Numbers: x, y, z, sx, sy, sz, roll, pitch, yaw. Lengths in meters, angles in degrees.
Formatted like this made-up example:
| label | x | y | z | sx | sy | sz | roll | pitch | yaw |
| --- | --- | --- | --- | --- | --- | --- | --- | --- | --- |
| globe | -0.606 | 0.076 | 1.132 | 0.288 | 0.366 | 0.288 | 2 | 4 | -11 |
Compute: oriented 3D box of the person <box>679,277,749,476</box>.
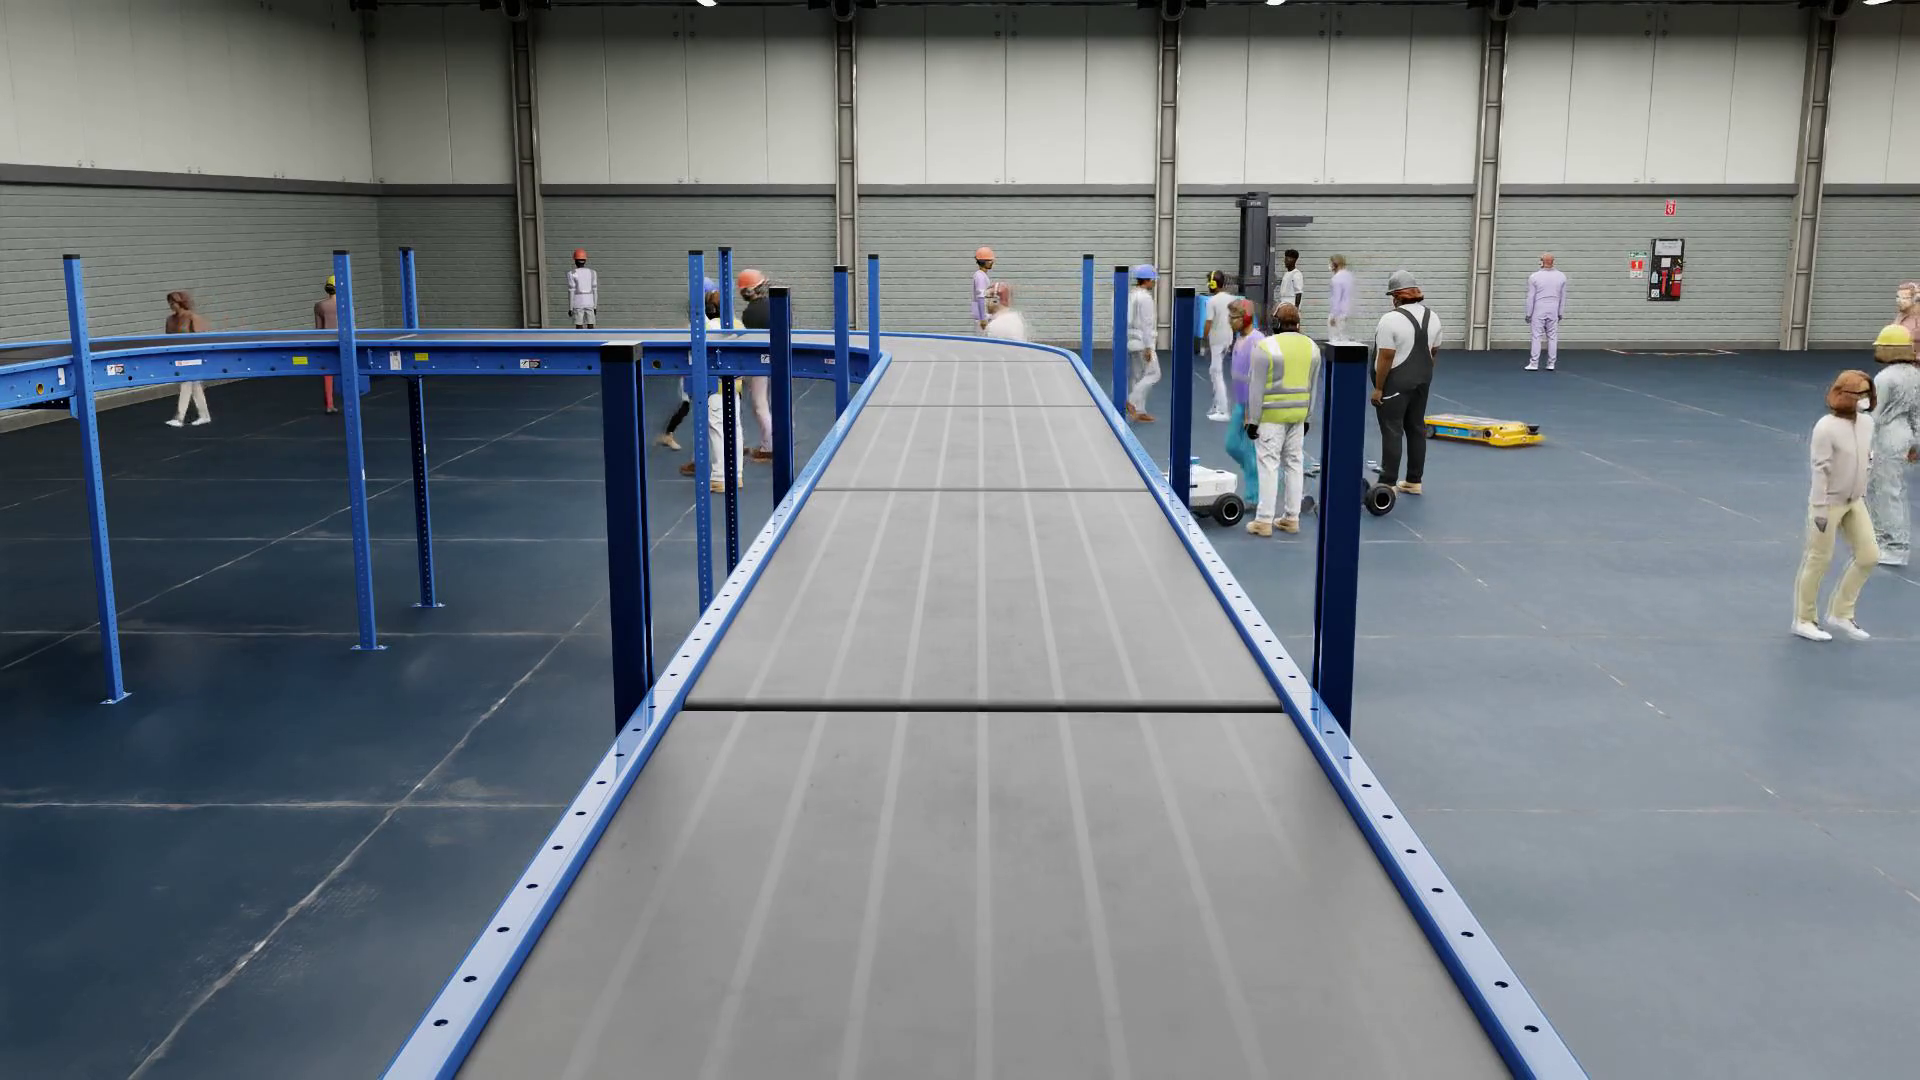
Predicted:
| label | x | y | z | sx | sy | sz | roll | pitch | yaw |
| --- | --- | --- | --- | --- | --- | --- | --- | --- | --- |
| person | -2.441 | -1.590 | 16.166 | 0.613 | 1.929 | 0.627 | 3 | 11 | 15 |

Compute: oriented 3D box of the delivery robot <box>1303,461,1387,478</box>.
| label | x | y | z | sx | sy | sz | roll | pitch | yaw |
| --- | --- | --- | --- | --- | --- | --- | --- | --- | --- |
| delivery robot | 3.285 | -0.667 | 14.183 | 0.698 | 0.223 | 0.335 | -3 | 11 | -15 |

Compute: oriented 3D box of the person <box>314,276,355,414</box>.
| label | x | y | z | sx | sy | sz | roll | pitch | yaw |
| --- | --- | --- | --- | --- | --- | --- | --- | --- | --- |
| person | -7.972 | -2.495 | 21.283 | 0.518 | 1.757 | 0.337 | 0 | 11 | 2 |

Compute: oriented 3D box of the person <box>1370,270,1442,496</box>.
| label | x | y | z | sx | sy | sz | roll | pitch | yaw |
| --- | --- | --- | --- | --- | --- | --- | --- | --- | --- |
| person | 3.957 | -1.401 | 15.037 | 0.678 | 2.000 | 0.537 | -6 | 13 | -30 |

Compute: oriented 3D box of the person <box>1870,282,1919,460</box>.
| label | x | y | z | sx | sy | sz | roll | pitch | yaw |
| --- | --- | --- | --- | --- | --- | --- | --- | --- | --- |
| person | 9.919 | -1.730 | 17.134 | 0.958 | 1.853 | 0.674 | 0 | 11 | -1 |

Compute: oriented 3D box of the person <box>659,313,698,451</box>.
| label | x | y | z | sx | sy | sz | roll | pitch | yaw |
| --- | --- | --- | --- | --- | --- | --- | --- | --- | --- |
| person | -2.848 | -1.778 | 17.849 | 0.836 | 1.653 | 0.521 | 0 | 11 | 2 |

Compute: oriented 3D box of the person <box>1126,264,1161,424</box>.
| label | x | y | z | sx | sy | sz | roll | pitch | yaw |
| --- | --- | --- | --- | --- | --- | --- | --- | --- | --- |
| person | 2.218 | -2.360 | 20.124 | 0.427 | 1.934 | 0.627 | -2 | 11 | -8 |

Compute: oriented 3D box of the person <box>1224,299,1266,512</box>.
| label | x | y | z | sx | sy | sz | roll | pitch | yaw |
| --- | --- | --- | --- | --- | --- | --- | --- | --- | --- |
| person | 2.468 | -1.137 | 14.139 | 0.457 | 1.819 | 0.572 | -2 | 11 | -10 |

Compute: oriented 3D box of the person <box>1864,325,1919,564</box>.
| label | x | y | z | sx | sy | sz | roll | pitch | yaw |
| --- | --- | --- | --- | --- | --- | --- | --- | --- | --- |
| person | 6.719 | -0.695 | 12.100 | 0.489 | 1.726 | 0.527 | -9 | 14 | -37 |

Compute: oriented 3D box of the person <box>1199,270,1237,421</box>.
| label | x | y | z | sx | sy | sz | roll | pitch | yaw |
| --- | --- | --- | --- | --- | --- | --- | --- | --- | --- |
| person | 3.157 | -2.408 | 20.618 | 0.550 | 1.838 | 0.645 | -9 | 14 | -40 |

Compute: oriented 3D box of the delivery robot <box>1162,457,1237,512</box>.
| label | x | y | z | sx | sy | sz | roll | pitch | yaw |
| --- | --- | --- | --- | --- | --- | --- | --- | --- | --- |
| delivery robot | 1.908 | -0.442 | 13.693 | 0.707 | 0.478 | 0.477 | -4 | 12 | -19 |

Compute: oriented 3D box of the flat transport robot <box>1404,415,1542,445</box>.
| label | x | y | z | sx | sy | sz | roll | pitch | yaw |
| --- | --- | --- | --- | --- | --- | --- | --- | --- | --- |
| flat transport robot | 5.803 | -1.266 | 18.901 | 0.652 | 0.197 | 1.431 | -8 | 14 | -36 |

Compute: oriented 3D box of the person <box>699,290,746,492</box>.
| label | x | y | z | sx | sy | sz | roll | pitch | yaw |
| --- | --- | --- | --- | --- | --- | --- | --- | --- | --- |
| person | -2.215 | -1.372 | 15.295 | 0.429 | 1.840 | 0.636 | 6 | 12 | 26 |

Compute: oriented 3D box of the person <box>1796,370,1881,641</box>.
| label | x | y | z | sx | sy | sz | roll | pitch | yaw |
| --- | --- | --- | --- | --- | --- | --- | --- | --- | --- |
| person | 5.215 | -0.188 | 9.783 | 0.521 | 1.615 | 0.500 | -5 | 12 | -24 |

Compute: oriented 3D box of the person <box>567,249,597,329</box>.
| label | x | y | z | sx | sy | sz | roll | pitch | yaw |
| --- | --- | --- | --- | --- | --- | --- | --- | --- | --- |
| person | -6.595 | -4.096 | 29.039 | 0.543 | 1.939 | 0.355 | -8 | 14 | -37 |

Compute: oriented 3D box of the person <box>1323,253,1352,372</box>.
| label | x | y | z | sx | sy | sz | roll | pitch | yaw |
| --- | --- | --- | --- | --- | --- | --- | --- | --- | --- |
| person | 6.118 | -3.628 | 26.680 | 0.506 | 1.918 | 0.650 | 6 | 13 | 30 |

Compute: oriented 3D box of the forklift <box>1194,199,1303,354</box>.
| label | x | y | z | sx | sy | sz | roll | pitch | yaw |
| --- | --- | --- | --- | --- | --- | --- | --- | --- | --- |
| forklift | 5.313 | -4.851 | 30.603 | 1.873 | 2.768 | 1.129 | 0 | 11 | 1 |

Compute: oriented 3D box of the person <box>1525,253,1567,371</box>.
| label | x | y | z | sx | sy | sz | roll | pitch | yaw |
| --- | --- | --- | --- | --- | --- | --- | --- | --- | --- |
| person | 9.563 | -3.721 | 27.221 | 0.653 | 1.904 | 0.401 | -1 | 11 | -4 |

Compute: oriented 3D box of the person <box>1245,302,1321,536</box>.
| label | x | y | z | sx | sy | sz | roll | pitch | yaw |
| --- | --- | --- | --- | --- | --- | --- | --- | --- | --- |
| person | 2.546 | -0.966 | 13.231 | 0.630 | 1.837 | 0.428 | -6 | 13 | -28 |

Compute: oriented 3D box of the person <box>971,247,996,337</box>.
| label | x | y | z | sx | sy | sz | roll | pitch | yaw |
| --- | --- | --- | --- | --- | --- | --- | --- | --- | --- |
| person | 0.359 | -3.397 | 25.174 | 0.379 | 2.045 | 0.605 | 0 | 11 | -1 |

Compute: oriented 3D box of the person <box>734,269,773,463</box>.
| label | x | y | z | sx | sy | sz | roll | pitch | yaw |
| --- | --- | --- | --- | --- | --- | --- | --- | --- | --- |
| person | -2.088 | -1.779 | 17.053 | 0.501 | 1.969 | 0.638 | 4 | 12 | 20 |

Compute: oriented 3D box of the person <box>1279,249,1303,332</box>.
| label | x | y | z | sx | sy | sz | roll | pitch | yaw |
| --- | --- | --- | --- | --- | --- | --- | --- | --- | --- |
| person | 5.522 | -3.882 | 27.860 | 0.361 | 1.965 | 0.613 | -2 | 11 | -10 |

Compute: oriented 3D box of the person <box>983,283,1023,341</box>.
| label | x | y | z | sx | sy | sz | roll | pitch | yaw |
| --- | --- | --- | --- | --- | --- | --- | --- | --- | --- |
| person | 0.254 | -1.464 | 15.640 | 0.785 | 1.881 | 0.673 | 3 | 11 | 14 |

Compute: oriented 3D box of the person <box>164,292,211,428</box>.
| label | x | y | z | sx | sy | sz | roll | pitch | yaw |
| --- | --- | --- | --- | --- | --- | --- | --- | --- | --- |
| person | -9.304 | -2.136 | 19.829 | 0.545 | 1.599 | 0.809 | 6 | 13 | 29 |
